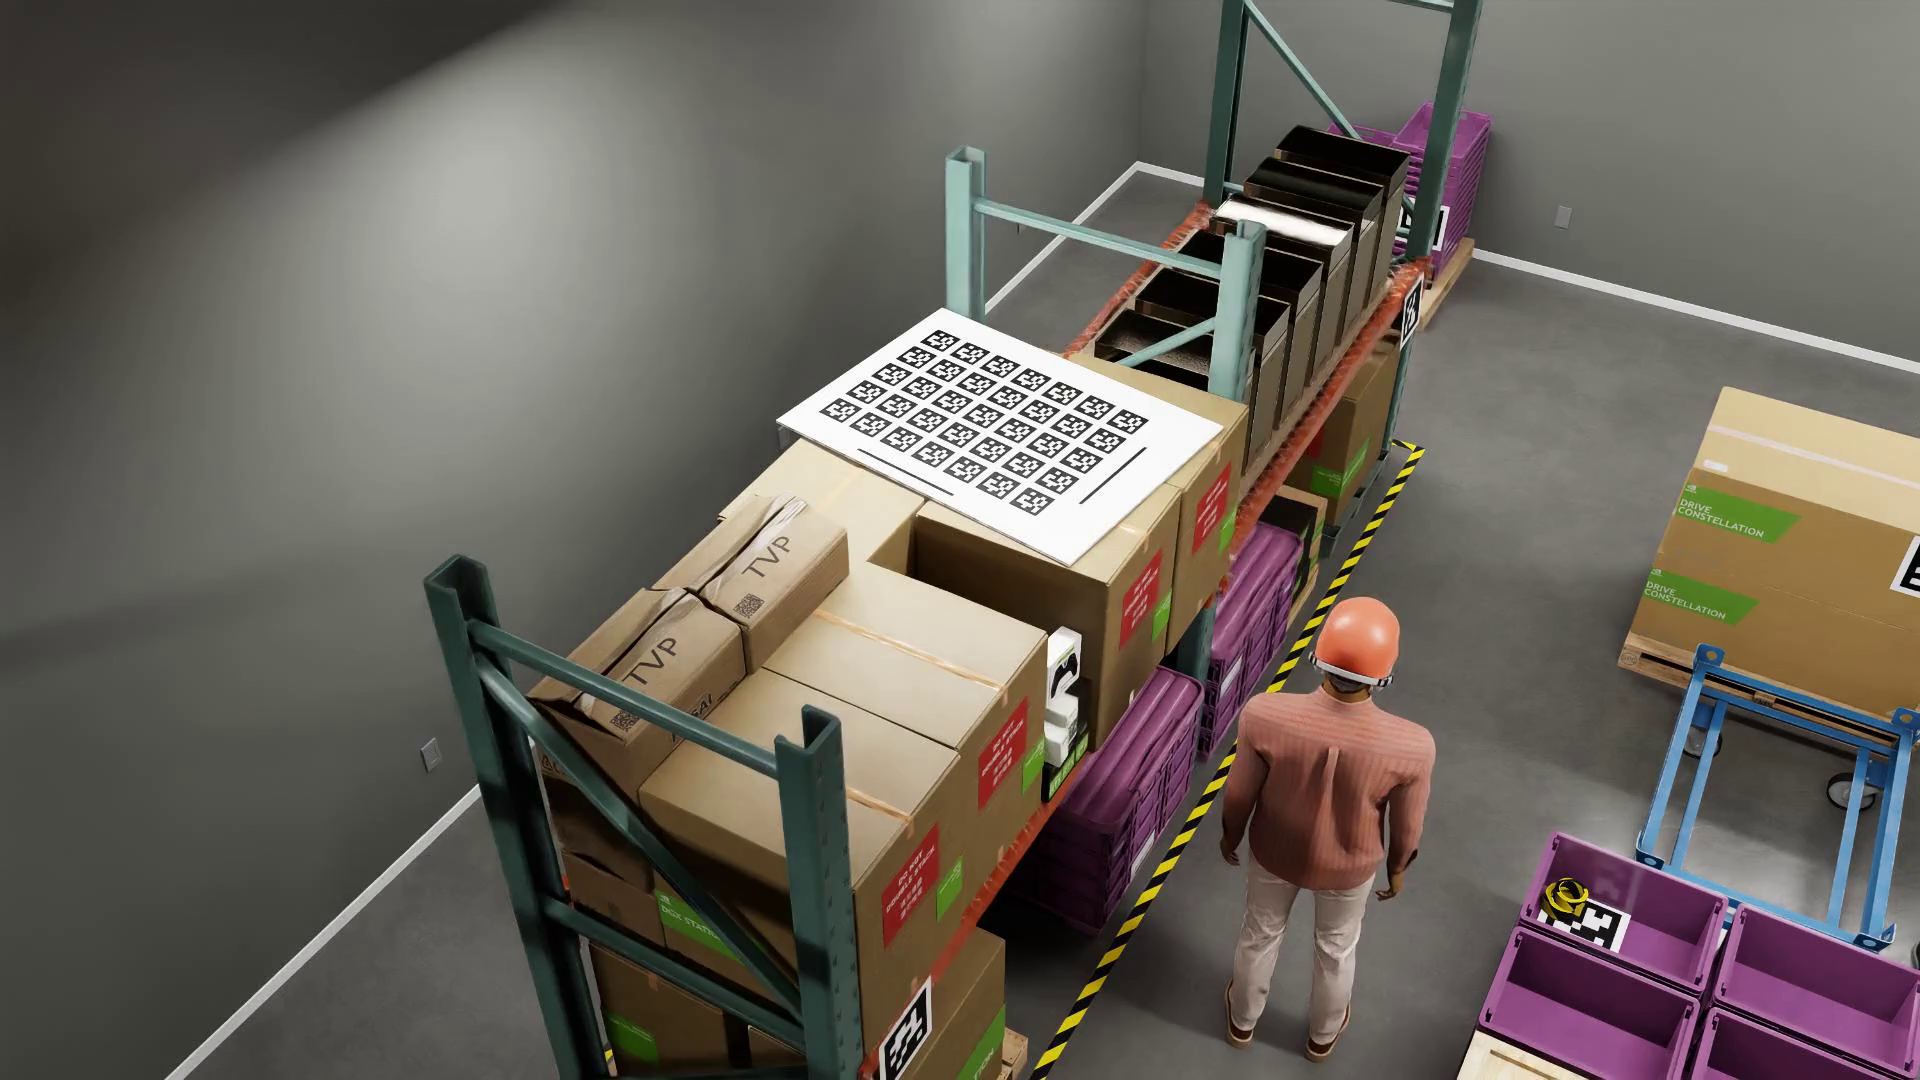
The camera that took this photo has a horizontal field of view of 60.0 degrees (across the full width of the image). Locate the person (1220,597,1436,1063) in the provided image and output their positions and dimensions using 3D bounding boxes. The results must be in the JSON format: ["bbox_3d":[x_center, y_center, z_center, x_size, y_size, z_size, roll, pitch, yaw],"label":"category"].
[{"bbox_3d":[1.155,0.972,5.395,0.623,1.992,0.396,10,41,12],"label":"person"}]

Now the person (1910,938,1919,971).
[{"bbox_3d":[3.700,0.941,5.556,0.589,1.835,0.404,24,46,26],"label":"person"}]
